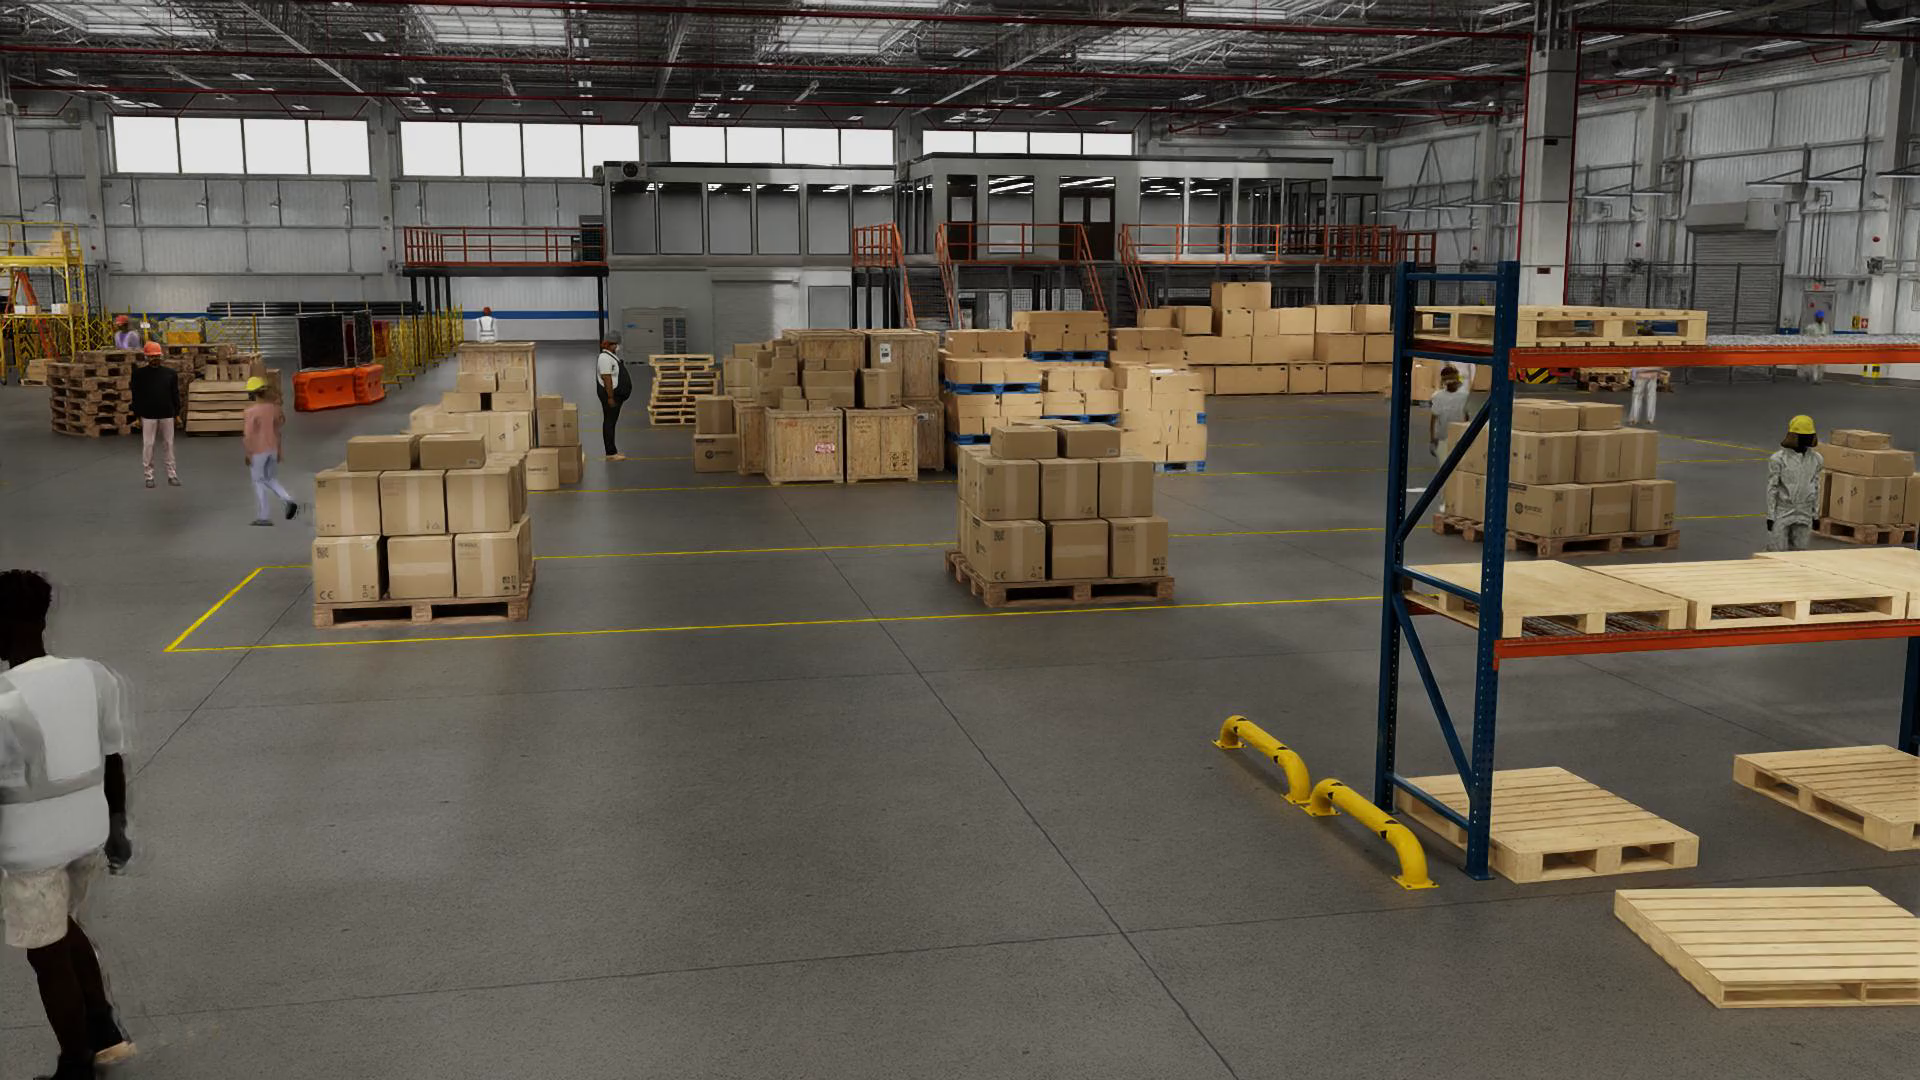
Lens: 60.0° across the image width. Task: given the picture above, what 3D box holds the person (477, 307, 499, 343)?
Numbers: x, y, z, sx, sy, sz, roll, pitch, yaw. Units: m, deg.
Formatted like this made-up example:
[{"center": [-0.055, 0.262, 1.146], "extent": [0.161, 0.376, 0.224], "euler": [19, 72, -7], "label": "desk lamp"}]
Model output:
[{"center": [-13.709, -5.838, 48.292], "extent": [0.596, 1.861, 0.678], "euler": [-2, 10, -12], "label": "person"}]

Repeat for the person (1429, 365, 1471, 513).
[{"center": [5.938, -1.214, 20.209], "extent": [0.536, 1.828, 0.542], "euler": [0, 9, 0], "label": "person"}]

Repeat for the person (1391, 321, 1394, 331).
[{"center": [12.232, -5.455, 46.111], "extent": [0.635, 1.819, 0.611], "euler": [7, 12, 38], "label": "person"}]

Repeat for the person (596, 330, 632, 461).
[{"center": [-5.394, -2.262, 25.966], "extent": [0.536, 2.000, 0.676], "euler": [-2, 9, -9], "label": "person"}]

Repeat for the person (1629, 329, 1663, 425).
[{"center": [13.077, -3.106, 31.729], "extent": [0.631, 1.841, 0.429], "euler": [-1, 9, -4], "label": "person"}]

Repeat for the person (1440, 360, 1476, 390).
[{"center": [9.315, -3.036, 31.163], "extent": [0.648, 1.890, 1.014], "euler": [3, 10, 18], "label": "person"}]

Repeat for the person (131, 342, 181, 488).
[{"center": [-10.993, -1.716, 22.778], "extent": [0.612, 1.995, 0.382], "euler": [-7, 12, -38], "label": "person"}]

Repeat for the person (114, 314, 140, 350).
[{"center": [-17.859, -3.864, 35.864], "extent": [0.619, 2.013, 0.952], "euler": [3, 10, 20], "label": "person"}]

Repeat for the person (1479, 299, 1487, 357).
[{"center": [17.518, -7.116, 55.894], "extent": [0.592, 1.926, 0.366], "euler": [3, 10, 20], "label": "person"}]

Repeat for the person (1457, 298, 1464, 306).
[{"center": [17.995, -7.767, 59.824], "extent": [0.622, 1.937, 1.036], "euler": [-4, 10, -23], "label": "person"}]

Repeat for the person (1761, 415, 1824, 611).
[{"center": [7.209, -0.213, 14.378], "extent": [0.488, 1.743, 0.321], "euler": [-1, 9, -5], "label": "person"}]

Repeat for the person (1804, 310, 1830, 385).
[{"center": [21.899, -4.926, 42.562], "extent": [0.611, 1.928, 0.781], "euler": [-1, 9, -5], "label": "person"}]

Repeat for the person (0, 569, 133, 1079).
[{"center": [-3.281, 1.072, 5.933], "extent": [0.470, 1.949, 0.631], "euler": [2, 10, 15], "label": "person"}]

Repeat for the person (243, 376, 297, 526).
[{"center": [-8.049, -1.018, 19.274], "extent": [0.468, 1.755, 0.525], "euler": [3, 10, 16], "label": "person"}]
